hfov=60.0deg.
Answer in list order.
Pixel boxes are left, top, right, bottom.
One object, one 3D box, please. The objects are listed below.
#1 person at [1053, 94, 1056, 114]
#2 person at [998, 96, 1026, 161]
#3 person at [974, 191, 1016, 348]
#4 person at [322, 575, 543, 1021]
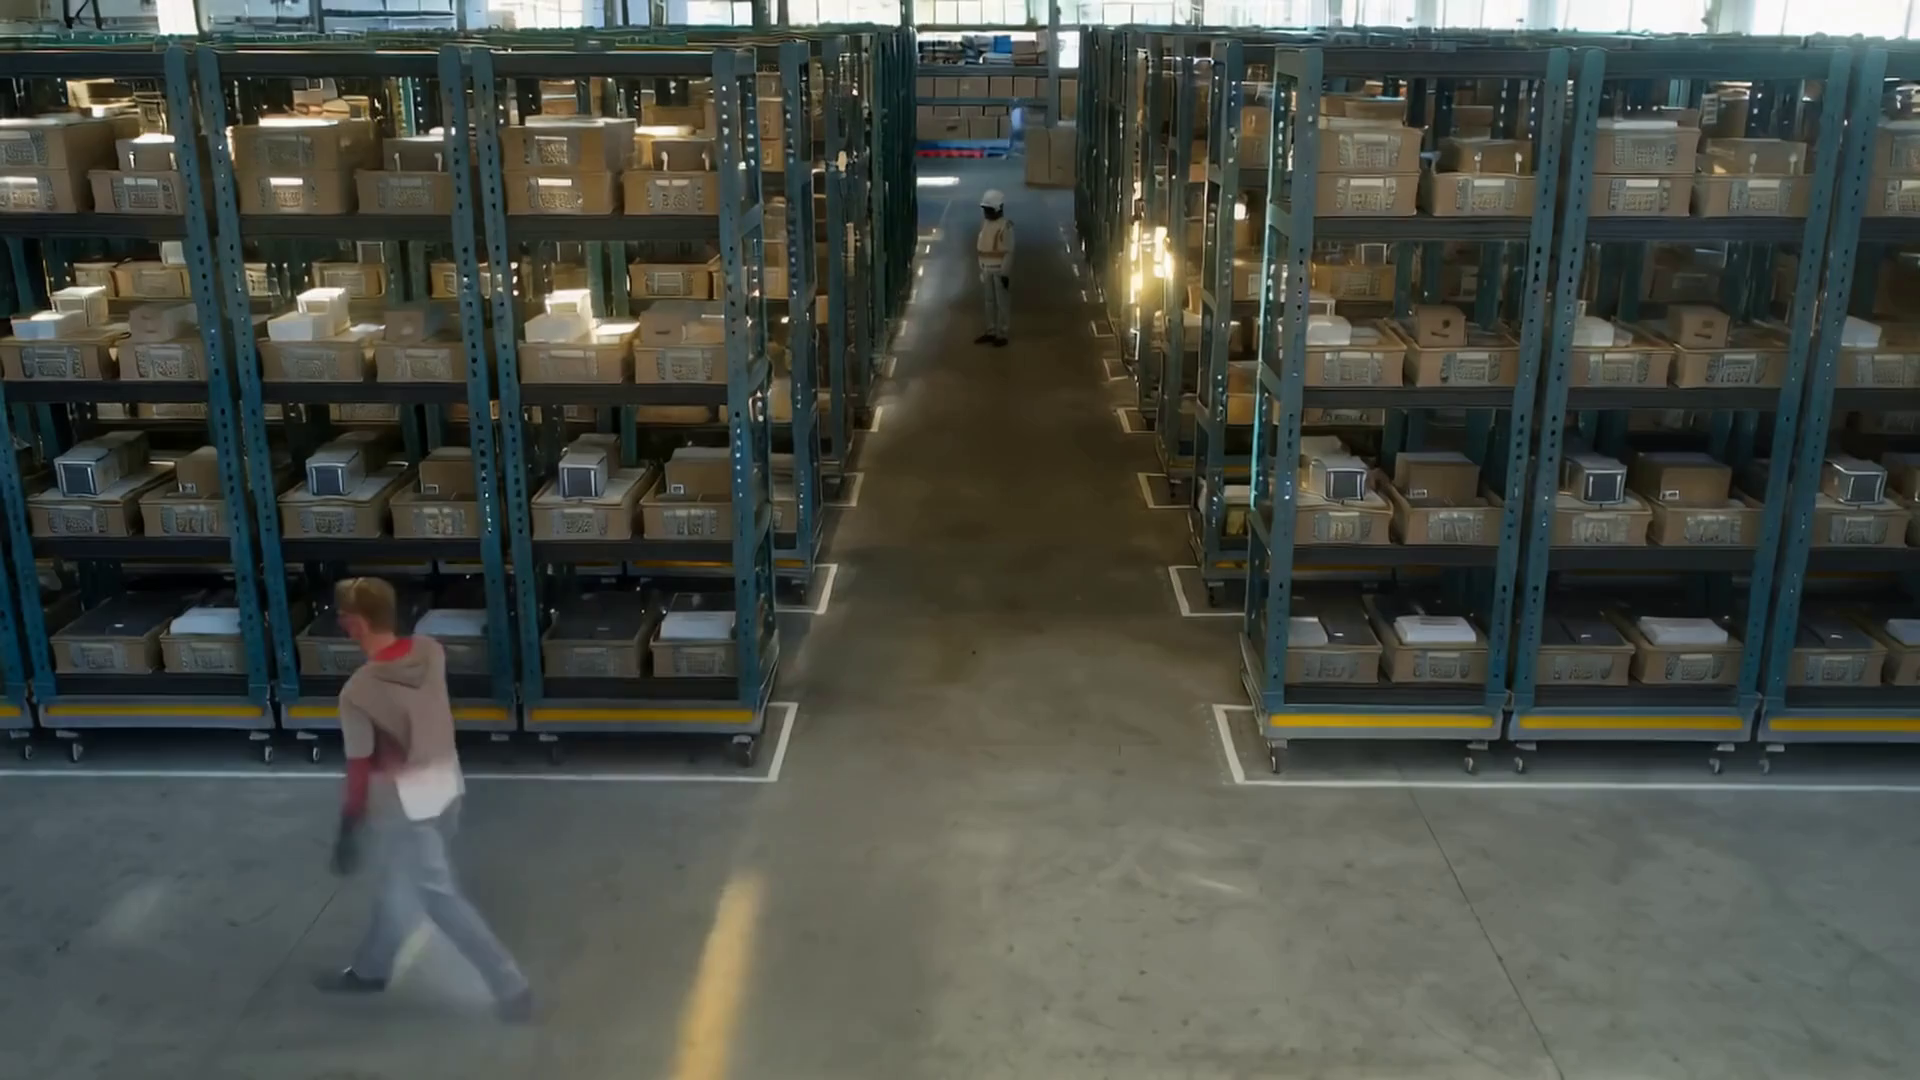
[{"bbox_3d":[2.858,-12.517,49.058,0.995,1.958,0.625,4,18,14],"label":"person"},{"bbox_3d":[1.523,-11.091,44.897,0.893,1.720,0.535,0,17,-1],"label":"person"},{"bbox_3d":[0.405,-3.168,19.475,0.404,1.821,0.587,-10,20,-30],"label":"person"},{"bbox_3d":[-2.058,0.990,6.287,0.986,1.791,0.576,3,18,11],"label":"person"}]
